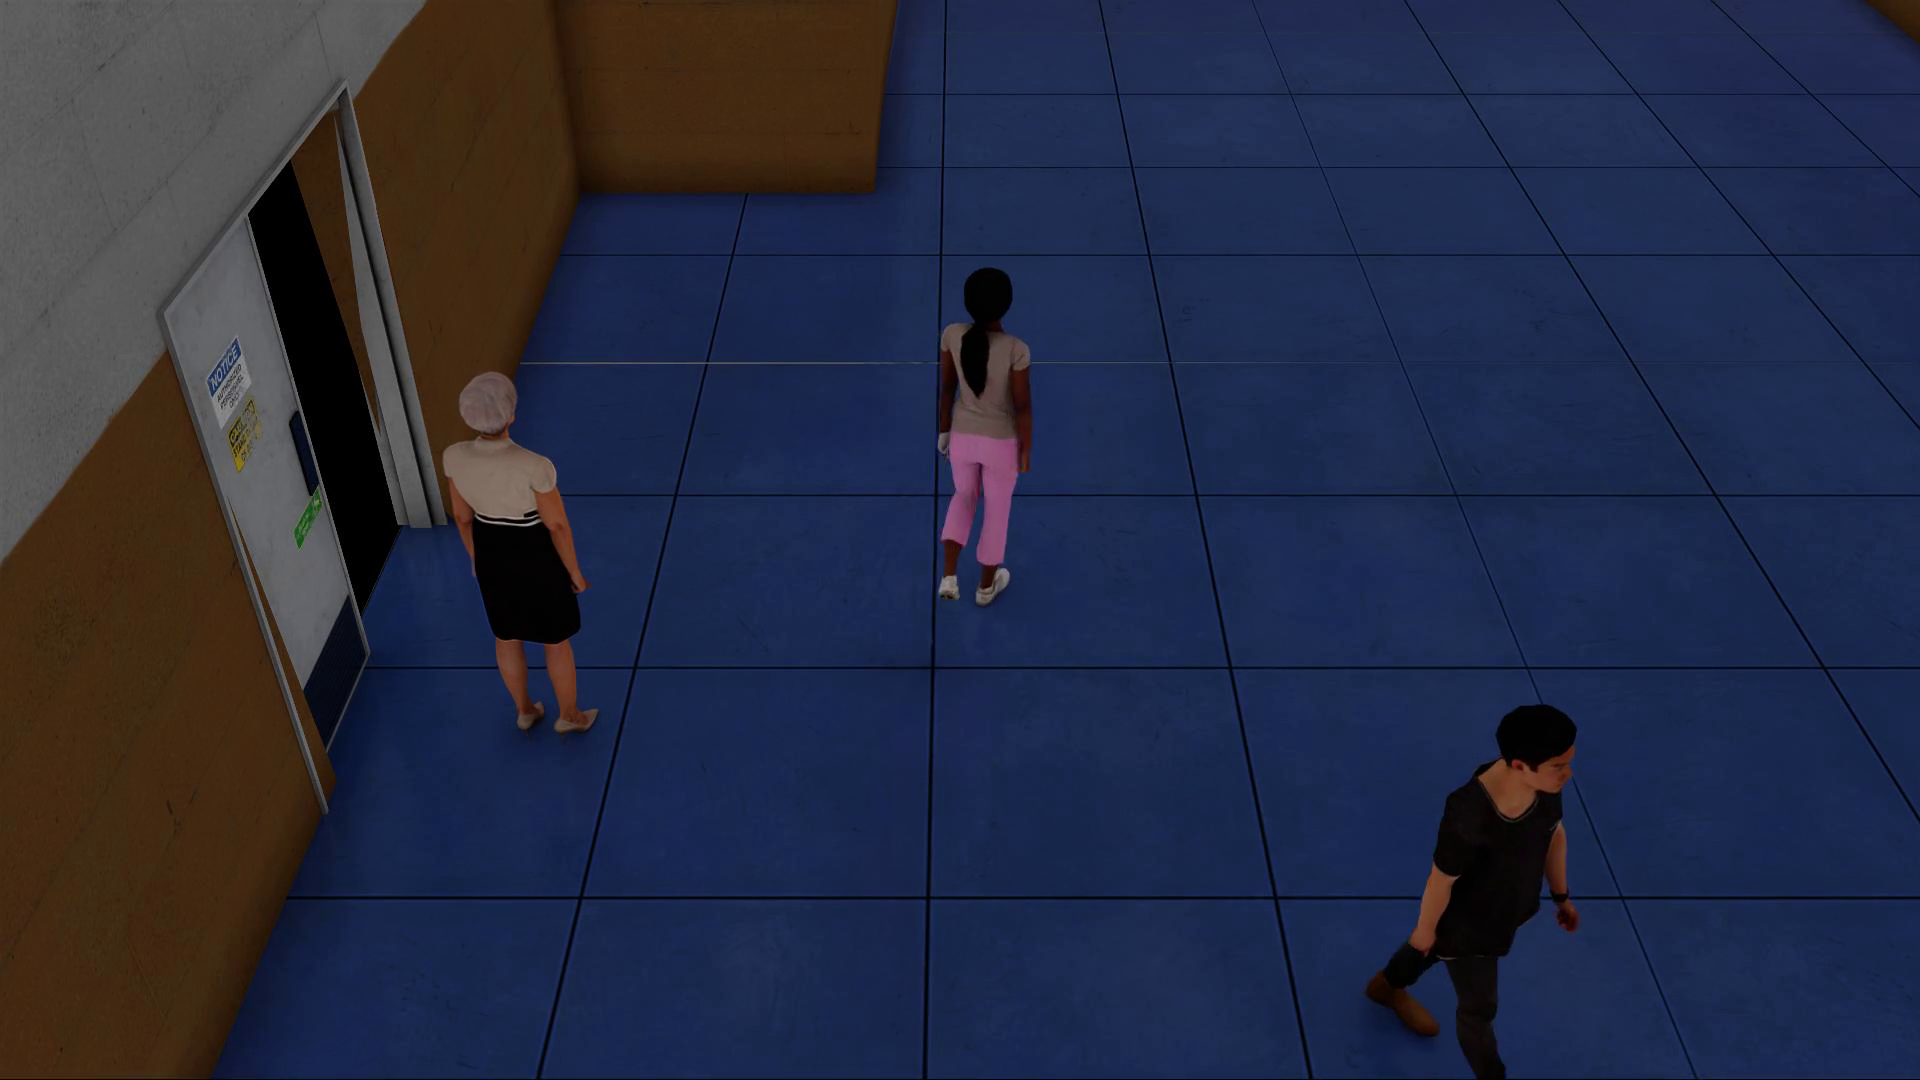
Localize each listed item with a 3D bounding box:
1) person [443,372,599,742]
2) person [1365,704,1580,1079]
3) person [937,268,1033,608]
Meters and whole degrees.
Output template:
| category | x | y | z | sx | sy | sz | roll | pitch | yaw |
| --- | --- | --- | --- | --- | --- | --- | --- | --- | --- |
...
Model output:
| category | x | y | z | sx | sy | sz | roll | pitch | yaw |
| --- | --- | --- | --- | --- | --- | --- | --- | --- | --- |
| person | -1.744 | 0.107 | 6.605 | 0.541 | 1.755 | 0.742 | 7 | 38 | 10 |
| person | 1.601 | 1.116 | 5.333 | 1.072 | 1.669 | 1.118 | -30 | 46 | -34 |
| person | 0.067 | -0.373 | 7.267 | 0.819 | 1.731 | 0.827 | 16 | 40 | 20 |
